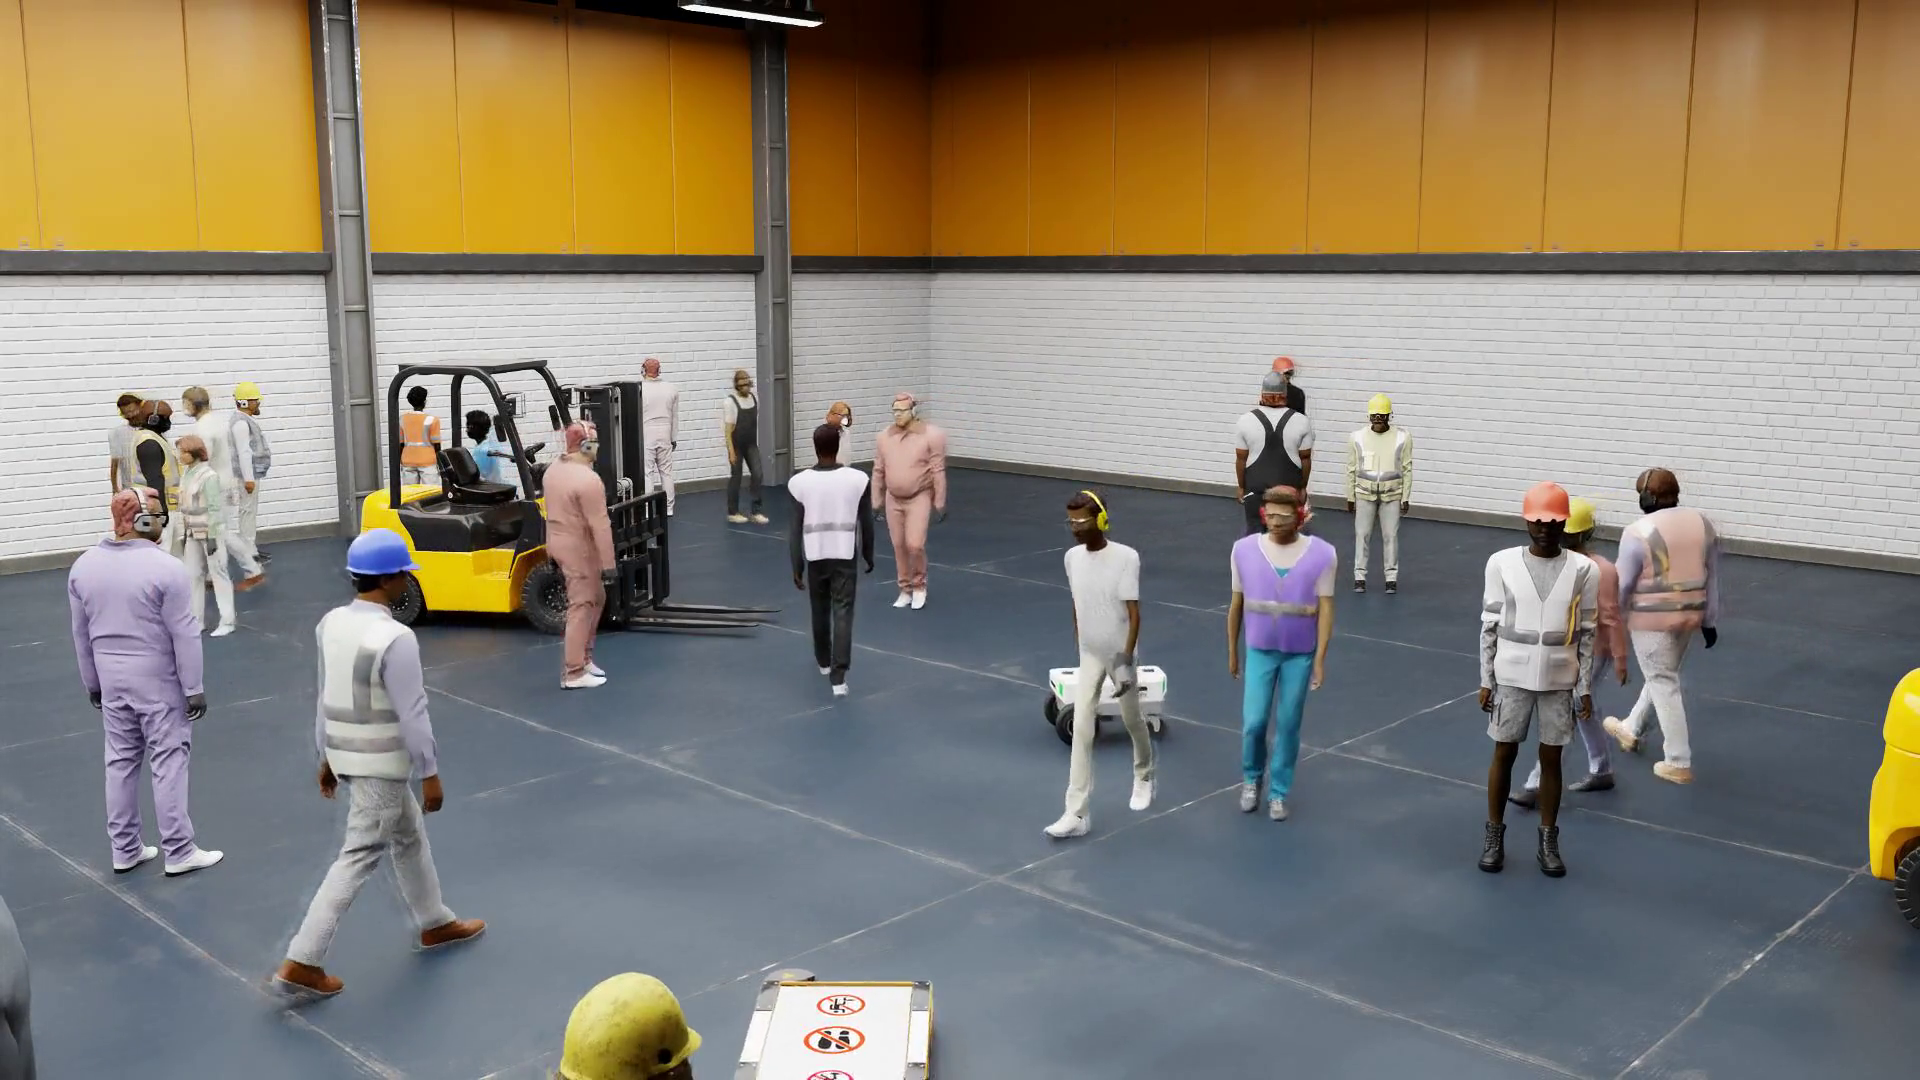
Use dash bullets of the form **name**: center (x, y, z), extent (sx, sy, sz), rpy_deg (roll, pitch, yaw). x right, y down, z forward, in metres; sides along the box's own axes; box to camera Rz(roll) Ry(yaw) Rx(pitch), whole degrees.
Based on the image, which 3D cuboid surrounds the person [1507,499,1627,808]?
- **person**: center (3.347, 0.619, 9.111), extent (0.886, 1.707, 0.546), rpy_deg (-4, 10, -23)

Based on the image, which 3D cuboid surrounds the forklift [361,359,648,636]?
- **forklift**: center (-3.850, -0.407, 13.936), extent (2.313, 2.155, 1.214), rpy_deg (2, 9, 11)

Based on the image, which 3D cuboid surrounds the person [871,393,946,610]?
- **person**: center (-0.474, -0.327, 14.378), extent (0.678, 1.888, 0.502), rpy_deg (4, 10, 24)

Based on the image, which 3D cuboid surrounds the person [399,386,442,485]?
- **person**: center (-5.847, -0.822, 18.038), extent (0.534, 1.695, 0.320), rpy_deg (2, 10, 13)

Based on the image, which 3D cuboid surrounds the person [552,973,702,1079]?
- **person**: center (-0.569, 1.605, 2.987), extent (0.505, 1.730, 0.353), rpy_deg (6, 11, 33)

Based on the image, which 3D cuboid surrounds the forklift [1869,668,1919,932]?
- **forklift**: center (5.205, 0.723, 7.013), extent (2.313, 2.155, 1.214), rpy_deg (9, 13, 43)

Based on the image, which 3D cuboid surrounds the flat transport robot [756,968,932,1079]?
- **flat transport robot**: center (-0.437, 1.876, 5.820), extent (0.652, 0.197, 1.431), rpy_deg (0, 9, 0)

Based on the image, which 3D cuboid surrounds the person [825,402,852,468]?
- **person**: center (-1.219, -0.569, 16.644), extent (0.281, 1.633, 0.498), rpy_deg (3, 10, 20)

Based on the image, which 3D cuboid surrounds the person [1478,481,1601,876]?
- **person**: center (2.807, 0.673, 8.096), extent (0.543, 1.939, 0.360), rpy_deg (2, 10, 14)

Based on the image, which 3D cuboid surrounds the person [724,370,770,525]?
- **person**: center (-2.493, -1.052, 19.105), extent (0.505, 1.794, 0.736), rpy_deg (-9, 13, -44)

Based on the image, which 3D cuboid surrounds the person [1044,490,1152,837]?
- **person**: center (0.768, 0.623, 8.841), extent (0.514, 1.804, 1.021), rpy_deg (5, 11, 30)

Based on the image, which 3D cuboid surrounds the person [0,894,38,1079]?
- **person**: center (-2.158, 1.412, 3.565), extent (0.372, 1.940, 0.632), rpy_deg (-7, 11, -36)

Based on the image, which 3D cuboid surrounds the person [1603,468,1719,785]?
- **person**: center (4.034, 0.469, 9.783), extent (0.638, 1.794, 0.936), rpy_deg (-3, 10, -20)

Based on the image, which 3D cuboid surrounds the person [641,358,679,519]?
- **person**: center (-3.638, -1.199, 19.679), extent (0.646, 1.908, 0.408), rpy_deg (-7, 12, -38)

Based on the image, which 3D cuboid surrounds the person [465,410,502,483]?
- **person**: center (-4.372, -0.339, 15.065), extent (0.543, 1.675, 0.553), rpy_deg (-2, 9, -11)

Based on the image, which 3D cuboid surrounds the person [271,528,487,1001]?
- **person**: center (-2.443, 0.900, 6.844), extent (0.628, 1.903, 0.987), rpy_deg (9, 13, 43)

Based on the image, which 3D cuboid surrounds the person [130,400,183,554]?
- **person**: center (-6.859, -0.283, 14.275), extent (0.429, 1.839, 0.621), rpy_deg (-5, 11, -28)

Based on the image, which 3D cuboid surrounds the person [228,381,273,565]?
- **person**: center (-7.110, -0.671, 16.667), extent (0.404, 1.829, 0.600), rpy_deg (-4, 10, -22)

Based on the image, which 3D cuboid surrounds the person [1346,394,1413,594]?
- **person**: center (3.808, -0.418, 15.140), extent (0.589, 1.827, 0.403), rpy_deg (3, 10, 16)

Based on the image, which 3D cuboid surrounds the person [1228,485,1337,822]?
- **person**: center (1.705, 0.608, 8.862), extent (0.559, 1.821, 0.491), rpy_deg (2, 10, 13)

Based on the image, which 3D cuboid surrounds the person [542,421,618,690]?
- **person**: center (-2.607, 0.106, 11.709), extent (0.536, 1.888, 0.679), rpy_deg (-7, 12, -38)

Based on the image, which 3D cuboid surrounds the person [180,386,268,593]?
- **person**: center (-6.721, -0.443, 15.157), extent (0.725, 1.915, 0.648), rpy_deg (-3, 10, -16)

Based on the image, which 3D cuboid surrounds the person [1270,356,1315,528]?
- **person**: center (3.750, -1.129, 19.095), extent (0.624, 1.962, 0.963), rpy_deg (-8, 12, -39)

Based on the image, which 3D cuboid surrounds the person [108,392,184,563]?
- **person**: center (-7.466, -0.443, 15.248), extent (0.391, 1.837, 0.646), rpy_deg (8, 12, 39)

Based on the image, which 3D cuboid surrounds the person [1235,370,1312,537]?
- **person**: center (2.830, -0.518, 15.086), extent (0.682, 2.000, 0.537), rpy_deg (1, 9, 9)

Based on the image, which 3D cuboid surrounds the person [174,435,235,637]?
- **person**: center (-6.106, -0.021, 13.338), extent (0.520, 1.623, 0.464), rpy_deg (7, 12, 37)

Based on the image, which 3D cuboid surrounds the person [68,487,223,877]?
- **person**: center (-3.957, 0.688, 8.113), extent (0.651, 1.904, 0.402), rpy_deg (2, 10, 13)

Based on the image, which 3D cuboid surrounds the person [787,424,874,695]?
- **person**: center (-0.906, 0.112, 11.764), extent (0.591, 1.868, 1.008), rpy_deg (0, 9, 0)

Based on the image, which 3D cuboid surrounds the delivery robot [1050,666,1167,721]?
- **delivery robot**: center (0.934, 0.929, 10.471), extent (0.707, 0.478, 0.477), rpy_deg (-1, 9, -7)
